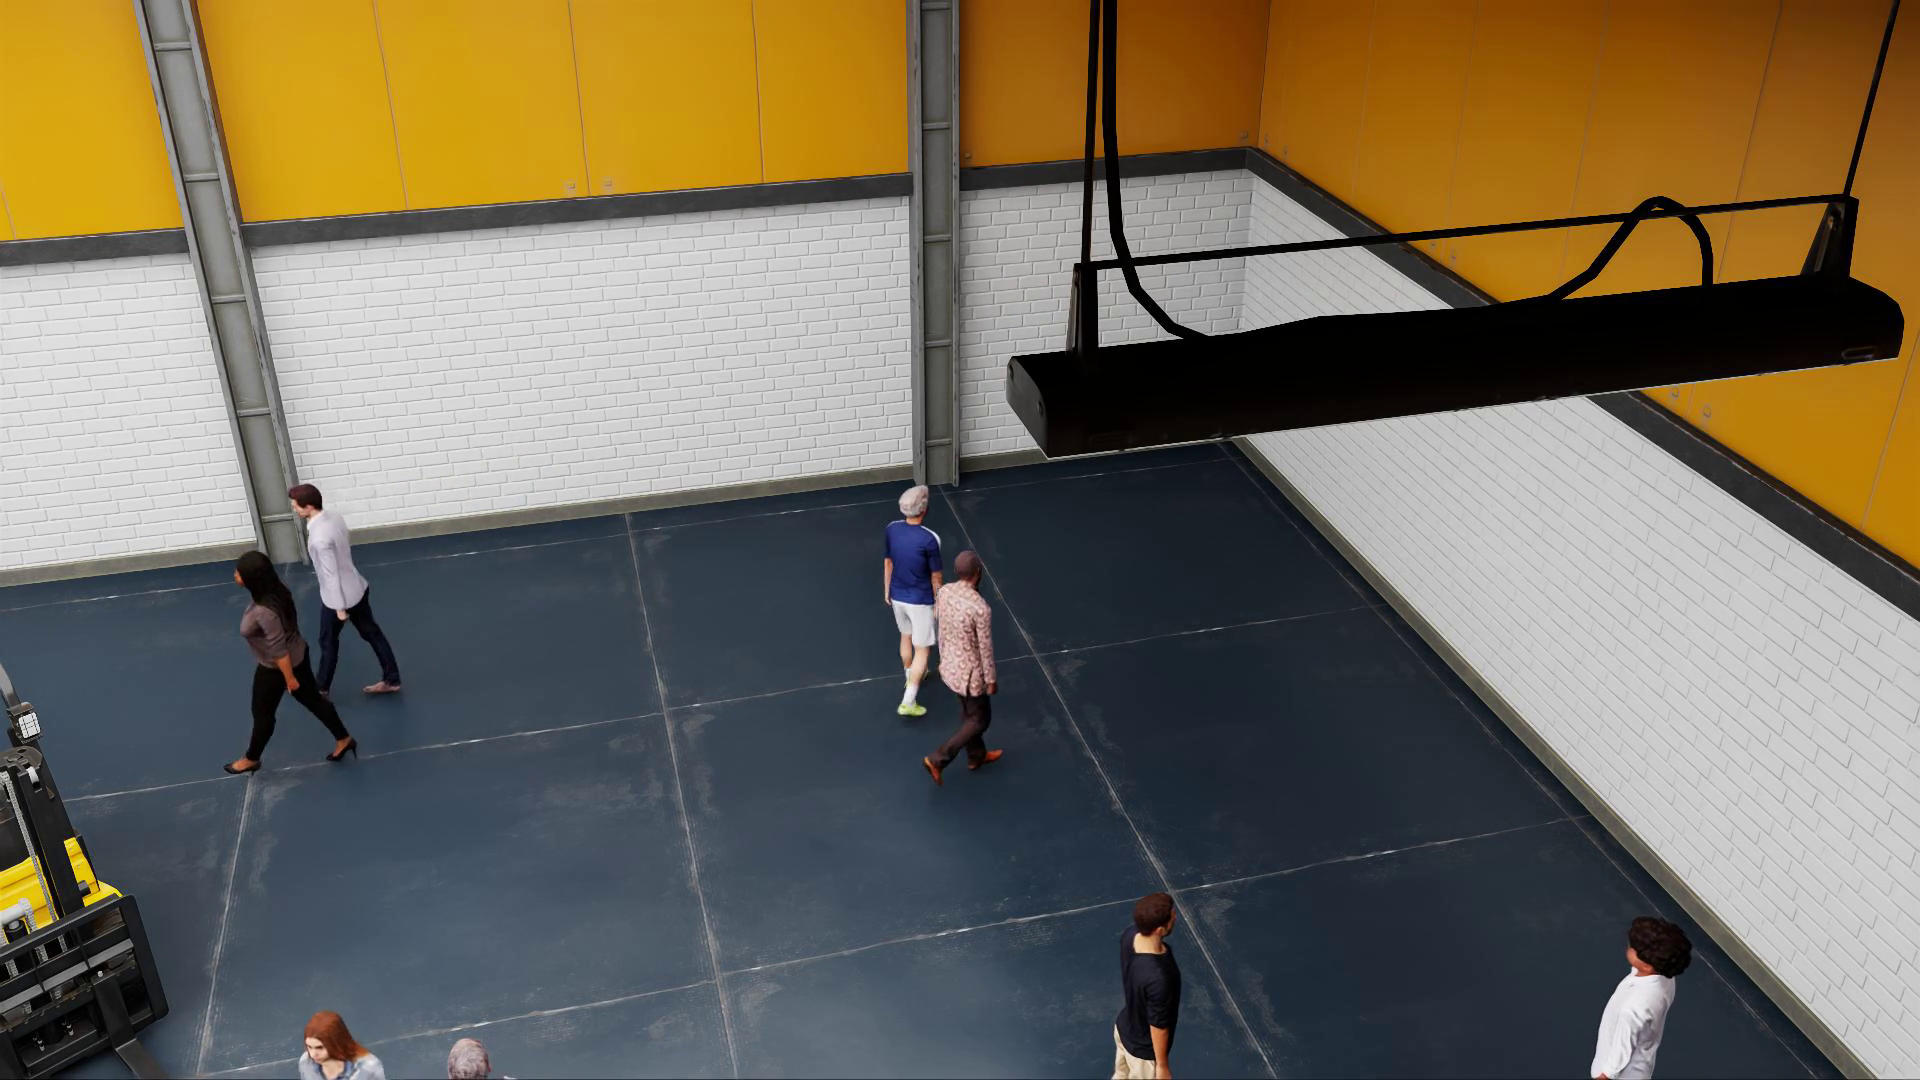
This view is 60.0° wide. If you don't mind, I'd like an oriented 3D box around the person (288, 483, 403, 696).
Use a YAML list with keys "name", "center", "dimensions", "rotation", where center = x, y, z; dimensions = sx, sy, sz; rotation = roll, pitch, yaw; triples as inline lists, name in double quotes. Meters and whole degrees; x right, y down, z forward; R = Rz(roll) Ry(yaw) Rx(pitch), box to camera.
- name: "person"
  center: [-4.578, 0.408, 12.609]
  dimensions: [1.127, 1.798, 0.847]
  rotation: [-2, 29, -4]

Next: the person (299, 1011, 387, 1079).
- name: "person"
  center: [-2.919, 2.896, 8.161]
  dimensions: [0.643, 1.690, 0.761]
  rotation: [2, 29, 4]

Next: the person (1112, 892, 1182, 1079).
- name: "person"
  center: [0.939, 2.571, 8.589]
  dimensions: [0.538, 1.851, 0.629]
  rotation: [-7, 29, -13]

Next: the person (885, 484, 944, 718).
- name: "person"
  center: [-0.375, 0.456, 12.493]
  dimensions: [0.975, 1.824, 1.039]
  rotation: [16, 33, 27]

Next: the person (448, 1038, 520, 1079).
- name: "person"
  center: [-2.175, 3.040, 7.751]
  dimensions: [0.666, 1.829, 0.829]
  rotation: [-21, 35, -33]

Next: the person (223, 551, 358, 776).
- name: "person"
  center: [-4.659, 0.883, 11.739]
  dimensions: [1.154, 1.798, 0.755]
  rotation: [-3, 29, -6]

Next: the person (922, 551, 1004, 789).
- name: "person"
  center: [-0.016, 0.945, 11.652]
  dimensions: [1.080, 1.773, 0.880]
  rotation: [-16, 33, -27]

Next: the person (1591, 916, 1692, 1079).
- name: "person"
  center: [3.399, 2.642, 8.500]
  dimensions: [0.796, 1.811, 0.718]
  rotation: [20, 34, 32]
